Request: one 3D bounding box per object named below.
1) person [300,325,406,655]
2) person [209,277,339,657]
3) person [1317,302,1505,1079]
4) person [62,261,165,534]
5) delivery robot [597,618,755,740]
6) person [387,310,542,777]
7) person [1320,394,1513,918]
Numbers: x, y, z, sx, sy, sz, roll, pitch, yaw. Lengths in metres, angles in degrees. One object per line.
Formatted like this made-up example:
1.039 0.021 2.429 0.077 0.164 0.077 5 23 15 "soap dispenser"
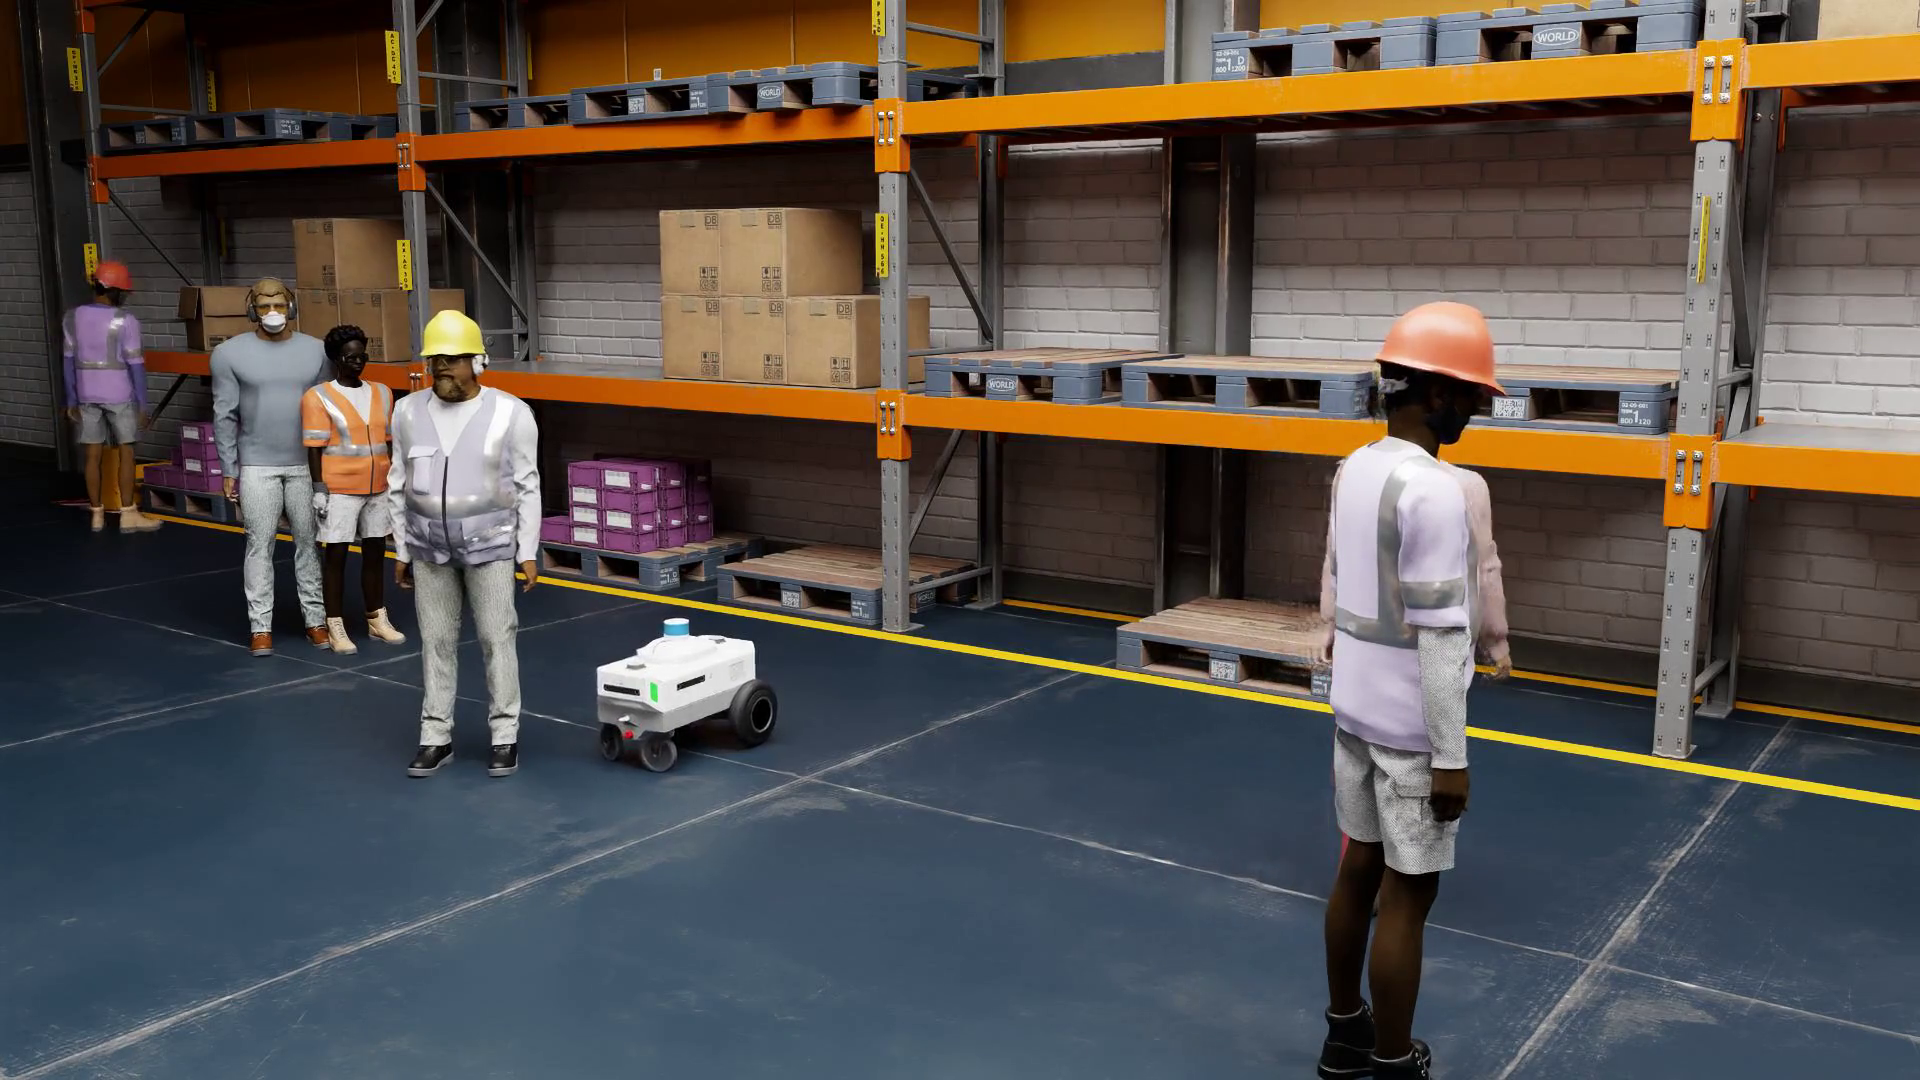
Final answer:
-3.138 -0.264 8.634 0.315 1.696 0.541 7 12 34 "person"
-3.500 -0.376 8.586 0.629 1.940 0.372 -6 11 -31 "person"
1.061 0.414 3.907 0.367 1.930 0.542 -2 10 -10 "person"
-6.346 -1.053 12.422 0.703 2.011 0.415 1 10 8 "person"
-1.155 0.566 6.807 0.477 0.478 0.707 5 11 29 "delivery robot"
-1.943 0.023 6.516 0.591 1.834 0.404 0 10 2 "person"
1.463 0.289 5.224 0.843 1.730 0.547 -8 12 -40 "person"
